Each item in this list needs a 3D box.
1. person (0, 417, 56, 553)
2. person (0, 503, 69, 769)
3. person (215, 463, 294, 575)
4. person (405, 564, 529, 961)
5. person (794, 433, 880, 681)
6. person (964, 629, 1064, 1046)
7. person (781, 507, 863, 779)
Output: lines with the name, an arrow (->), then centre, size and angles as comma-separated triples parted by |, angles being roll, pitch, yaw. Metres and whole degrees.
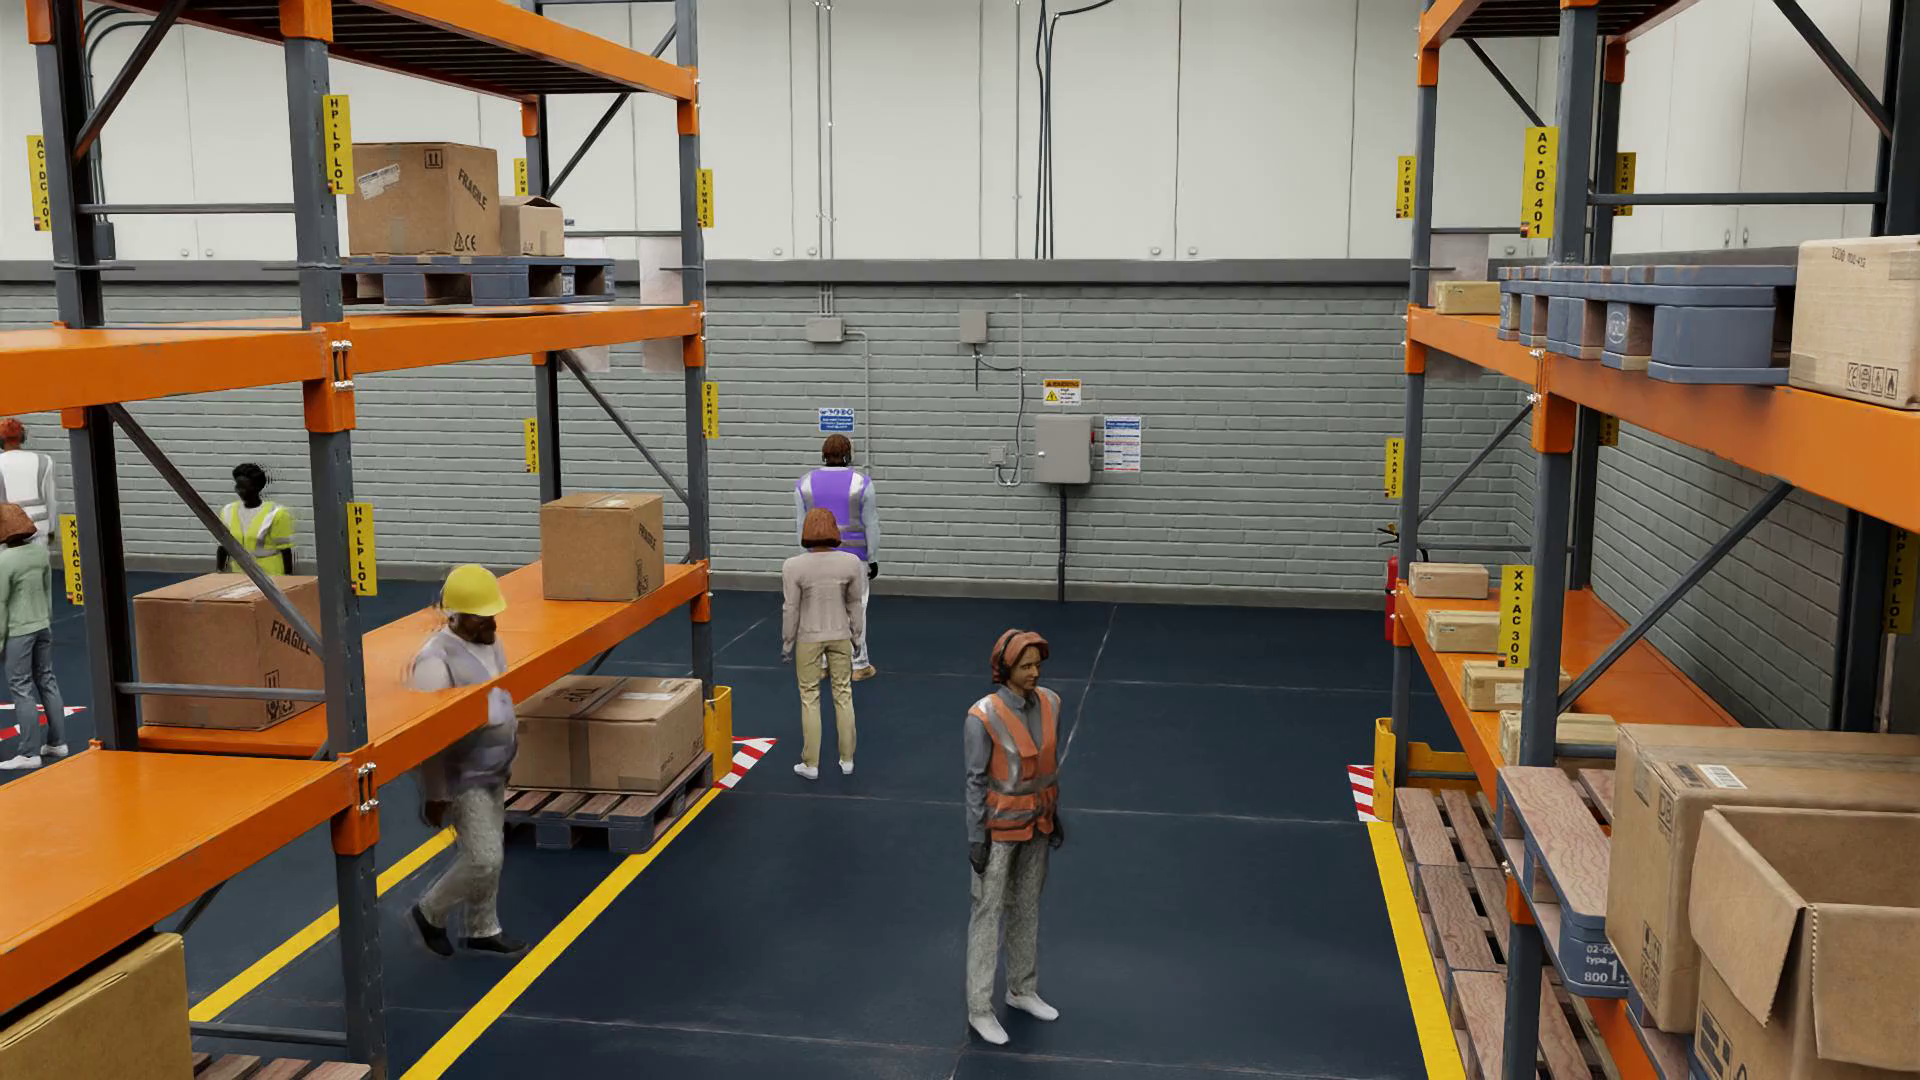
person -> -7.595, -0.066, 13.438 | 0.570, 1.861, 0.604 | -8, 12, -42
person -> -5.738, 0.582, 10.188 | 0.266, 1.628, 0.500 | 1, 9, 6
person -> -5.043, 0.295, 11.813 | 0.551, 1.676, 0.673 | 3, 10, 17
person -> -2.109, 0.980, 7.160 | 0.469, 1.808, 0.668 | 2, 9, 10
person -> -0.891, 0.130, 12.314 | 0.627, 1.844, 0.429 | 2, 9, 11
person -> 0.215, 1.155, 6.607 | 0.310, 1.638, 0.523 | 9, 13, 44
person -> -0.826, 0.613, 9.966 | 0.509, 1.632, 0.270 | -4, 10, -23
